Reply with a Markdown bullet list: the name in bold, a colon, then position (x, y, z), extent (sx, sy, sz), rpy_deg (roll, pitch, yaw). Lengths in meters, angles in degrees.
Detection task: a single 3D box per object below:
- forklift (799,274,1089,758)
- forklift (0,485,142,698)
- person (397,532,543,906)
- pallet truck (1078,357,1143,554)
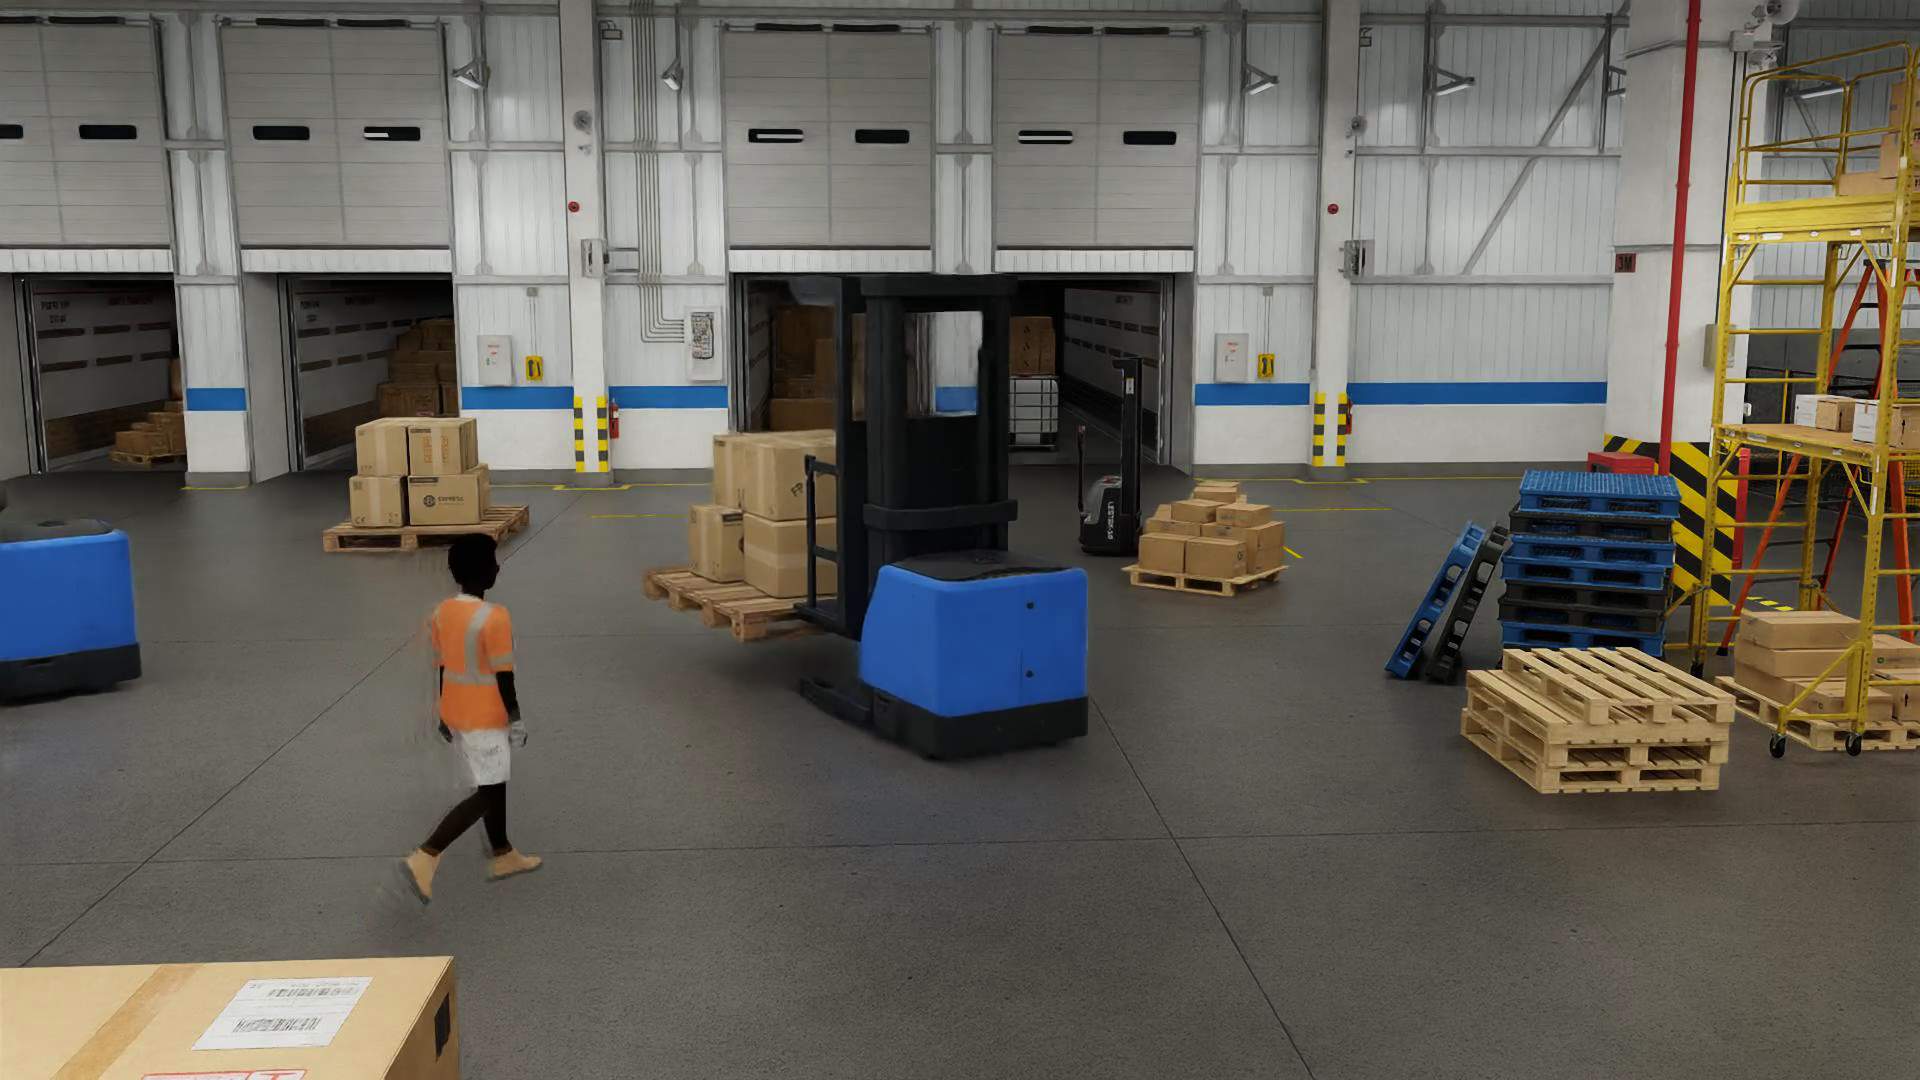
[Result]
- **forklift**: position (-0.112, -0.244, 10.281), extent (1.129, 2.768, 1.873), rpy_deg (-5, 10, -30)
- **forklift**: position (-6.622, -0.356, 10.983), extent (1.873, 2.768, 1.129), rpy_deg (-7, 11, -38)
- **person**: position (-2.234, 0.796, 7.503), extent (0.713, 1.672, 0.530), rpy_deg (-8, 12, -42)
- **pallet truck**: position (2.088, -0.836, 16.757), extent (1.885, 1.965, 0.823), rpy_deg (2, 9, 13)
